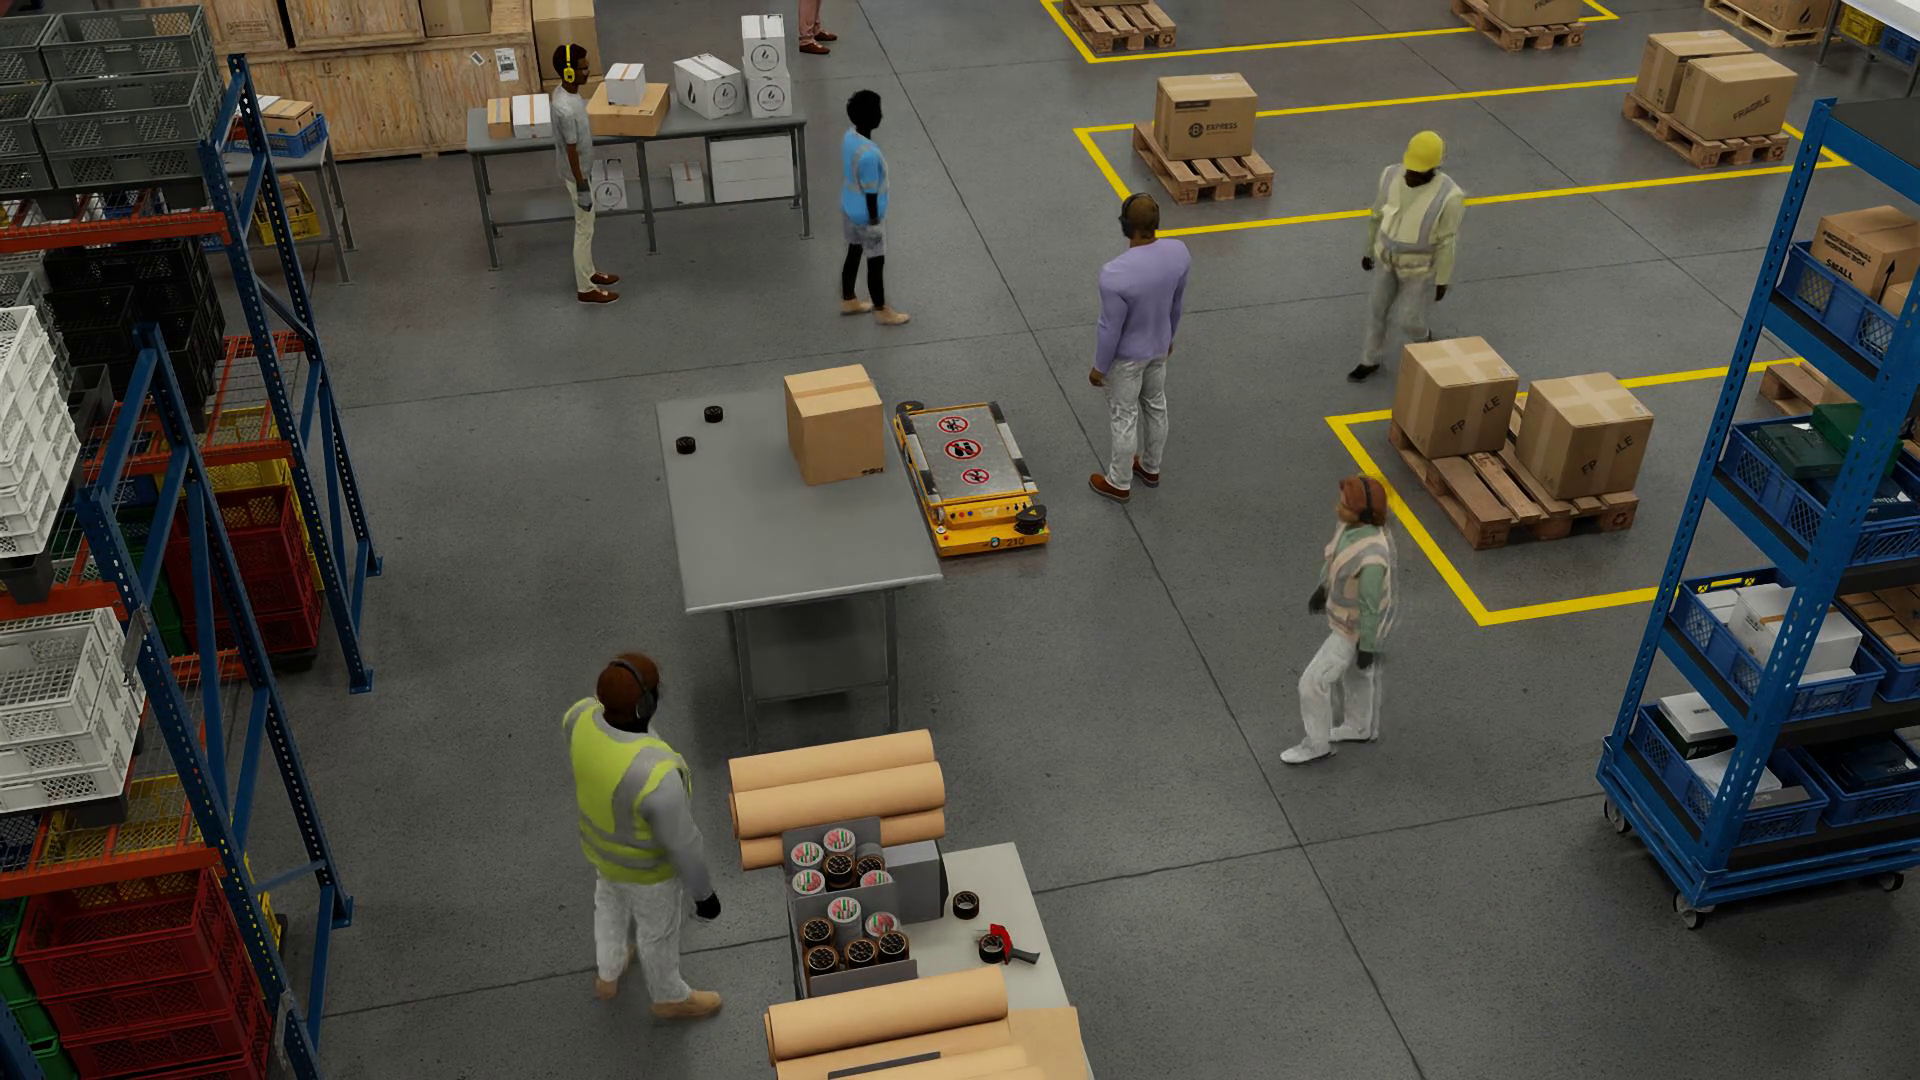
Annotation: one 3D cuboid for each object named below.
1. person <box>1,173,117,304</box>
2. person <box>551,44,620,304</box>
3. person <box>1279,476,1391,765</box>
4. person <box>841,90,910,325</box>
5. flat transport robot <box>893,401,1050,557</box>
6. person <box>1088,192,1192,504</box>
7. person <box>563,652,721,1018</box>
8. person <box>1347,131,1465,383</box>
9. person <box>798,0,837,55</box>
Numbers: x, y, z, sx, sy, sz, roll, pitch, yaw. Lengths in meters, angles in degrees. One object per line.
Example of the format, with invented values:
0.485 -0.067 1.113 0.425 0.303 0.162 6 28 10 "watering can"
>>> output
-5.647 -1.771 10.568 0.356 1.885 0.572 23 42 28 "person"
-2.650 -2.551 11.643 0.316 1.858 0.516 -6 37 -8 "person"
1.797 0.384 7.888 0.604 1.620 0.517 3 37 4 "person"
-0.624 -2.271 11.406 0.354 1.695 0.536 -12 38 -15 "person"
0.046 -0.430 10.108 0.652 0.197 1.431 -8 37 -10 "flat transport robot"
1.012 -1.095 9.621 0.627 1.934 0.371 -24 43 -29 "person"
-1.258 1.234 6.578 0.467 1.837 0.732 -29 45 -33 "person"
2.890 -1.818 10.693 0.543 1.808 0.637 -30 46 -34 "person"
-1.363 -5.561 15.653 0.401 1.900 0.639 5 37 7 "person"
